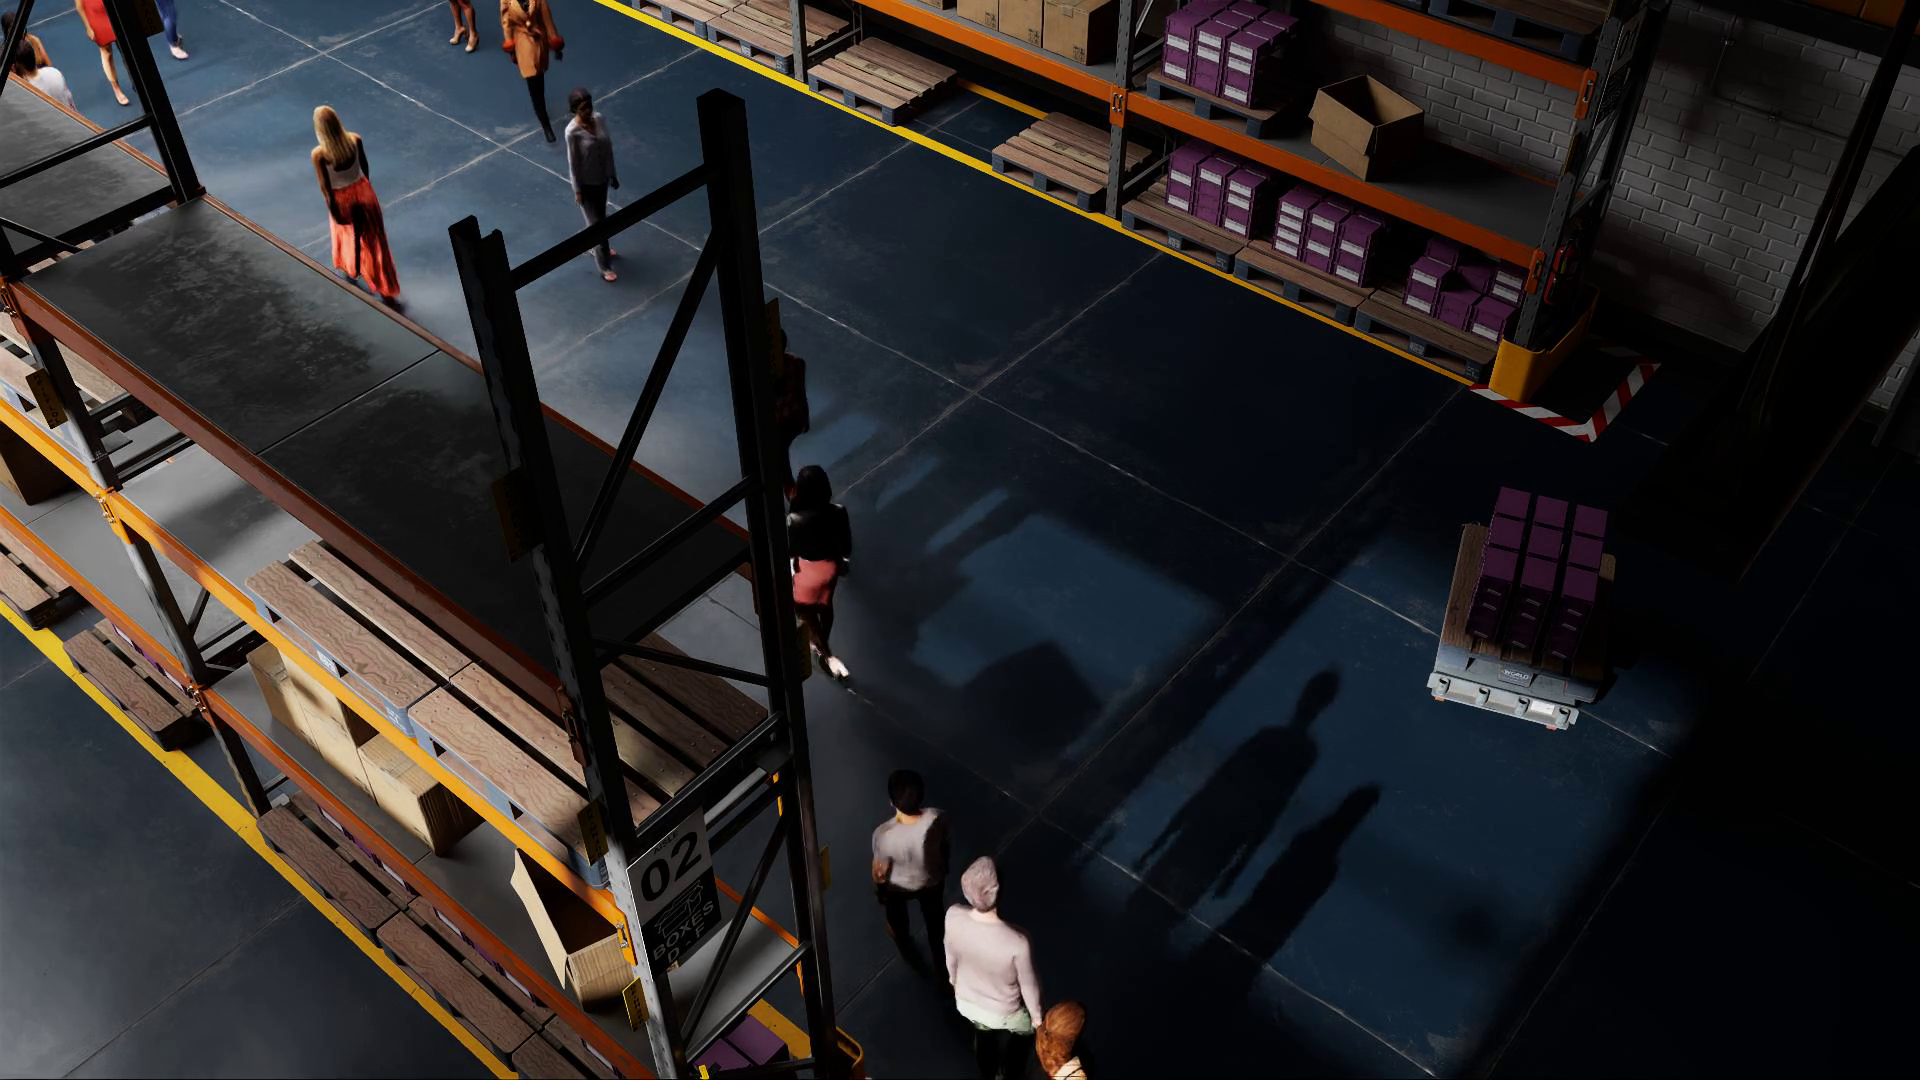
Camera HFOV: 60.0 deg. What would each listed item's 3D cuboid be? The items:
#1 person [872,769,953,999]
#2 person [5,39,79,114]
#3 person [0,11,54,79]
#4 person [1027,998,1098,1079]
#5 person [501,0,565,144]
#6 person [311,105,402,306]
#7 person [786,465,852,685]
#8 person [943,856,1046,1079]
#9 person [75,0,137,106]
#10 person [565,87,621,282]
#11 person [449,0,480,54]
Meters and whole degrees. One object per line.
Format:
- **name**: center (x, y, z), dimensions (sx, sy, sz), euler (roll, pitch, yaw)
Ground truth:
- **person**: center (-0.233, 1.880, 9.059), dimensions (0.925, 1.700, 1.076), euler (-13, 45, -14)
- **person**: center (-7.825, -3.494, 14.575), dimensions (0.841, 1.873, 0.762), euler (20, 47, 20)
- **person**: center (-8.571, -4.090, 15.353), dimensions (0.806, 1.663, 0.719), euler (9, 44, 10)
- **person**: center (0.408, 2.779, 8.209), dimensions (0.900, 1.571, 1.132), euler (-21, 48, -21)
- **person**: center (-4.157, -4.775, 16.053), dimensions (0.979, 1.688, 1.194), euler (-20, 47, -20)
- **person**: center (-5.011, -2.764, 13.885), dimensions (0.790, 1.768, 1.184), euler (-29, 51, -27)
- **person**: center (-0.898, 0.273, 10.718), dimensions (0.805, 1.739, 0.944), euler (-18, 47, -18)
- **person**: center (0.120, 2.389, 8.425), dimensions (0.826, 1.837, 0.893), euler (23, 48, 22)
- **person**: center (-8.470, -5.178, 16.453), dimensions (0.504, 1.719, 0.595), euler (28, 50, 26)
- **person**: center (-3.192, -3.110, 14.258), dimensions (0.779, 1.753, 0.628), euler (21, 47, 20)
- **person**: center (-5.284, -5.876, 17.243), dimensions (0.533, 1.640, 0.632), euler (32, 52, 29)
